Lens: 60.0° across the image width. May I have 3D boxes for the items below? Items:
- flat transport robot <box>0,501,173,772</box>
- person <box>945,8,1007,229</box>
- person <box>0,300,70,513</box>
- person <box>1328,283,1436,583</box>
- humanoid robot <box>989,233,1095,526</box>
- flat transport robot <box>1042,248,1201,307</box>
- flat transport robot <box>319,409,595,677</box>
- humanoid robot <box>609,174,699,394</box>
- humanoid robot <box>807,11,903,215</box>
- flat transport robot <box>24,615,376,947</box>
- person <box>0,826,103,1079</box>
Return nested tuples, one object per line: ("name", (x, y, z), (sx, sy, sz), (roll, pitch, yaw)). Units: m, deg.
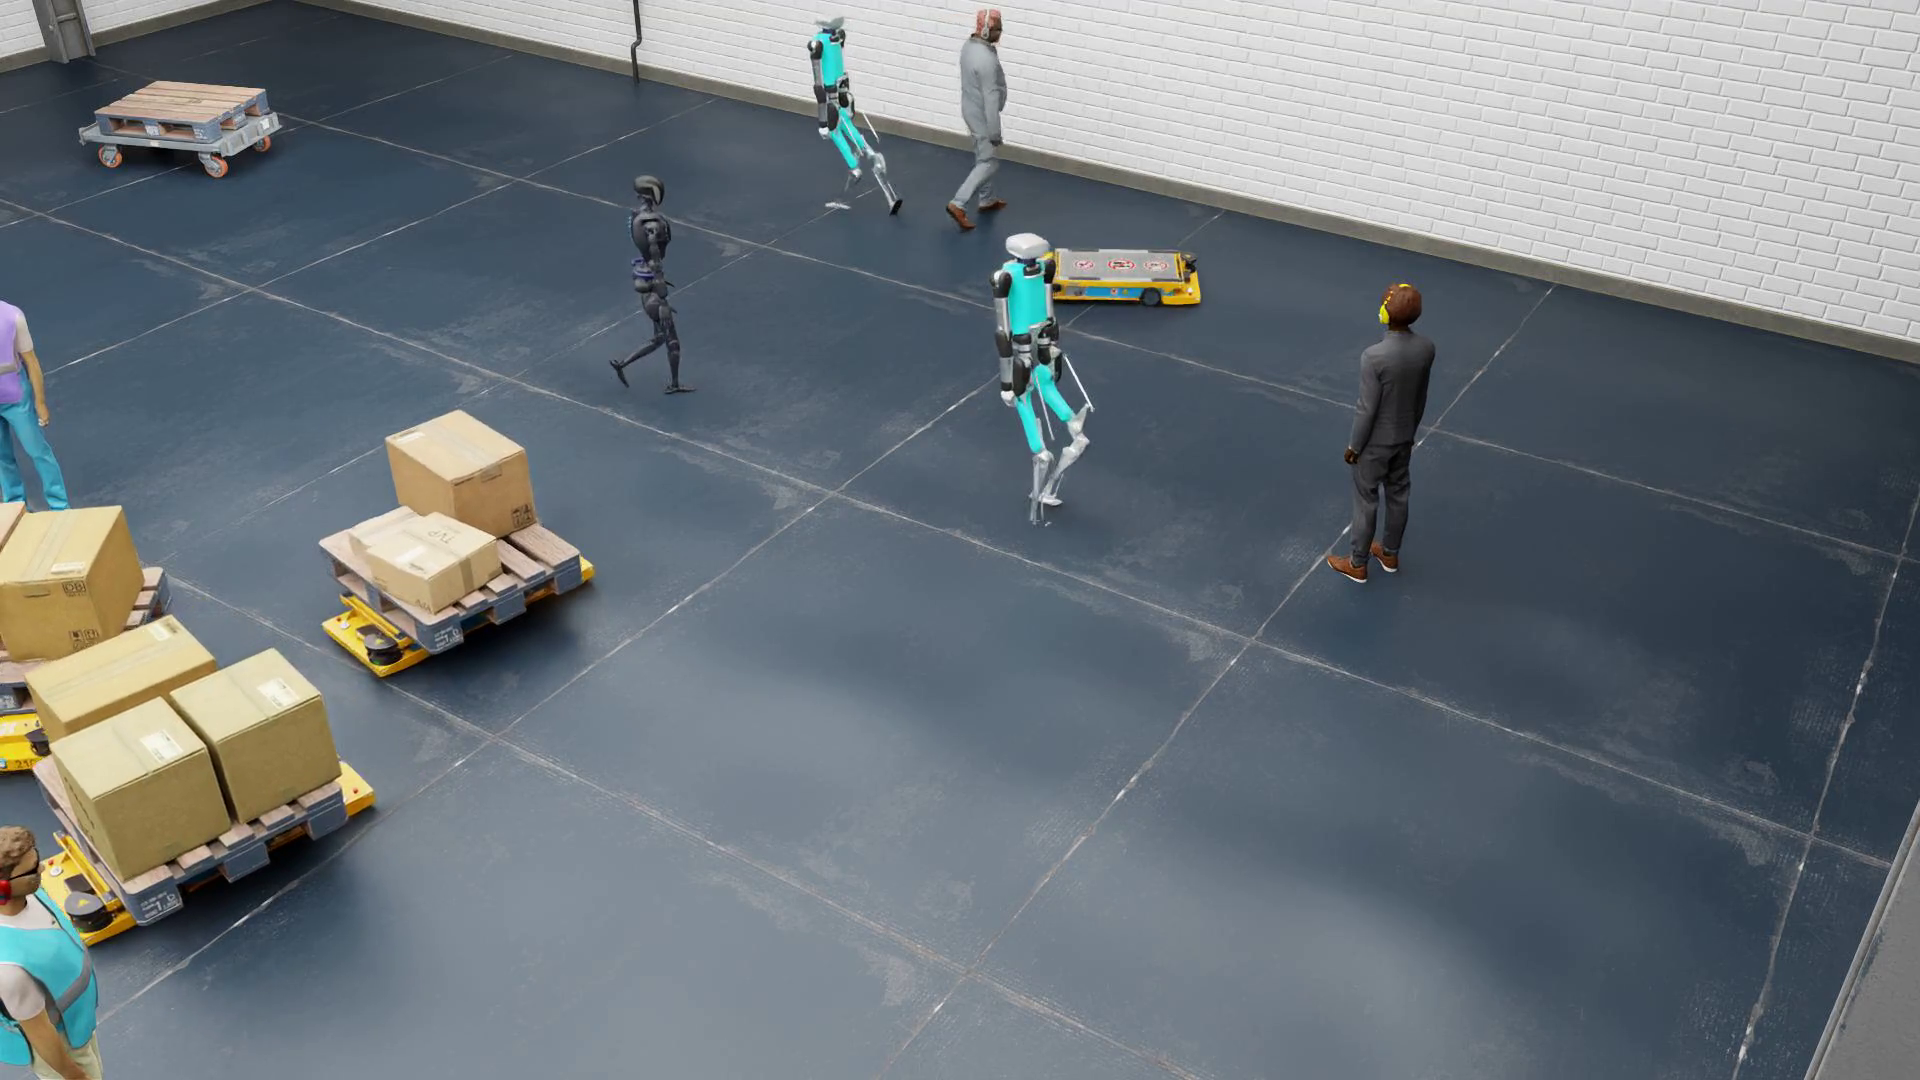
("flat transport robot", (-5.024, 0.746, 9.095), (0.659, 0.231, 1.431), (-5, 33, -7))
("person", (0.157, -3.676, 14.496), (0.719, 1.885, 0.673), (-13, 35, -19))
("person", (-5.837, -0.857, 10.129), (0.564, 1.847, 0.388), (-2, 33, -3))
("person", (2.479, -0.611, 9.723), (0.497, 1.874, 0.340), (-14, 35, -21))
("humanoid robot", (0.562, -0.953, 10.458), (0.827, 1.851, 0.627), (27, 42, 36))
("flat transport robot", (1.231, -2.148, 13.599), (1.431, 0.231, 0.659), (1, 33, 2))
("flat transport robot", (-2.937, 0.307, 9.779), (0.659, 0.231, 1.431), (27, 42, 36))
("humanoid robot", (-2.220, -1.779, 11.734), (0.595, 1.630, 0.611), (-8, 34, -12))
("humanoid robot", (-0.855, -3.713, 14.707), (0.915, 1.800, 0.550), (13, 35, 20))
("flat transport robot", (-3.668, 1.392, 8.090), (1.431, 0.231, 0.659), (-28, 42, -36))
("person", (-3.268, 1.779, 6.032), (0.390, 1.843, 0.565), (-16, 36, -24))
